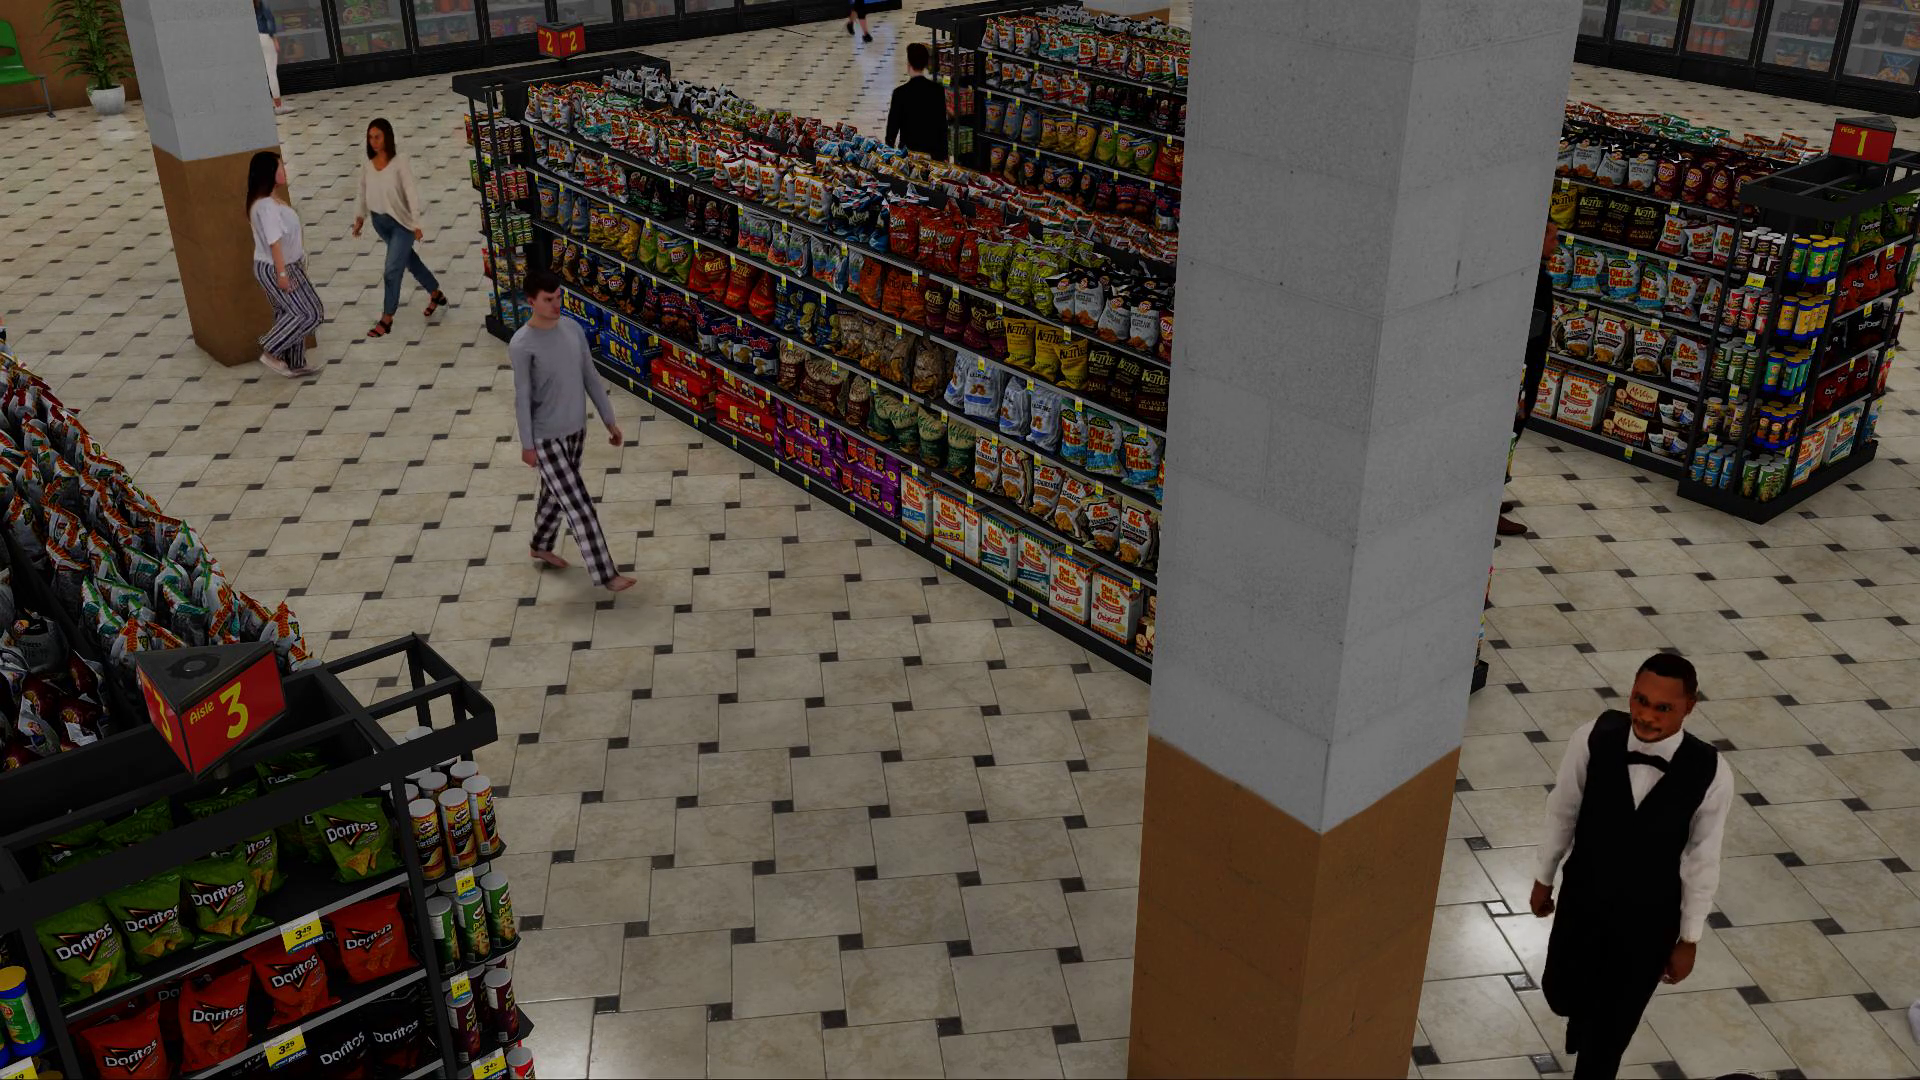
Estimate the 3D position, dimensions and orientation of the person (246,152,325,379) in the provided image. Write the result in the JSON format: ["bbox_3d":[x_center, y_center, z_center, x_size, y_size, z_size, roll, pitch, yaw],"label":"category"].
[{"bbox_3d":[-4.943,-1.930,11.907,0.846,1.664,0.754,-12,29,-22],"label":"person"}]

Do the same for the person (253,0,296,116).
[{"bbox_3d":[-8.316,-5.922,19.736,0.643,1.702,0.749,8,28,15],"label":"person"}]

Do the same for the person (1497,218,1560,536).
[{"bbox_3d":[3.231,-0.977,9.763,0.847,1.904,0.798,3,27,7],"label":"person"}]

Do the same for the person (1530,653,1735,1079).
[{"bbox_3d":[2.252,1.172,5.577,0.946,1.856,0.932,15,31,27],"label":"person"}]

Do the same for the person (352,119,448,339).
[{"bbox_3d":[-4.338,-2.454,12.973,1.115,1.635,0.941,15,30,27],"label":"person"}]

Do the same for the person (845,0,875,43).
[{"bbox_3d":[-1.493,-8.093,24.037,0.716,1.684,1.221,-15,30,-27],"label":"person"}]

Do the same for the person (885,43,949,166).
[{"bbox_3d":[-0.322,-3.287,14.367,0.837,1.858,1.248,-14,30,-25],"label":"person"}]

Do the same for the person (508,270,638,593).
[{"bbox_3d":[-2.261,-0.605,9.139,1.206,1.804,0.859,17,31,30],"label":"person"}]
